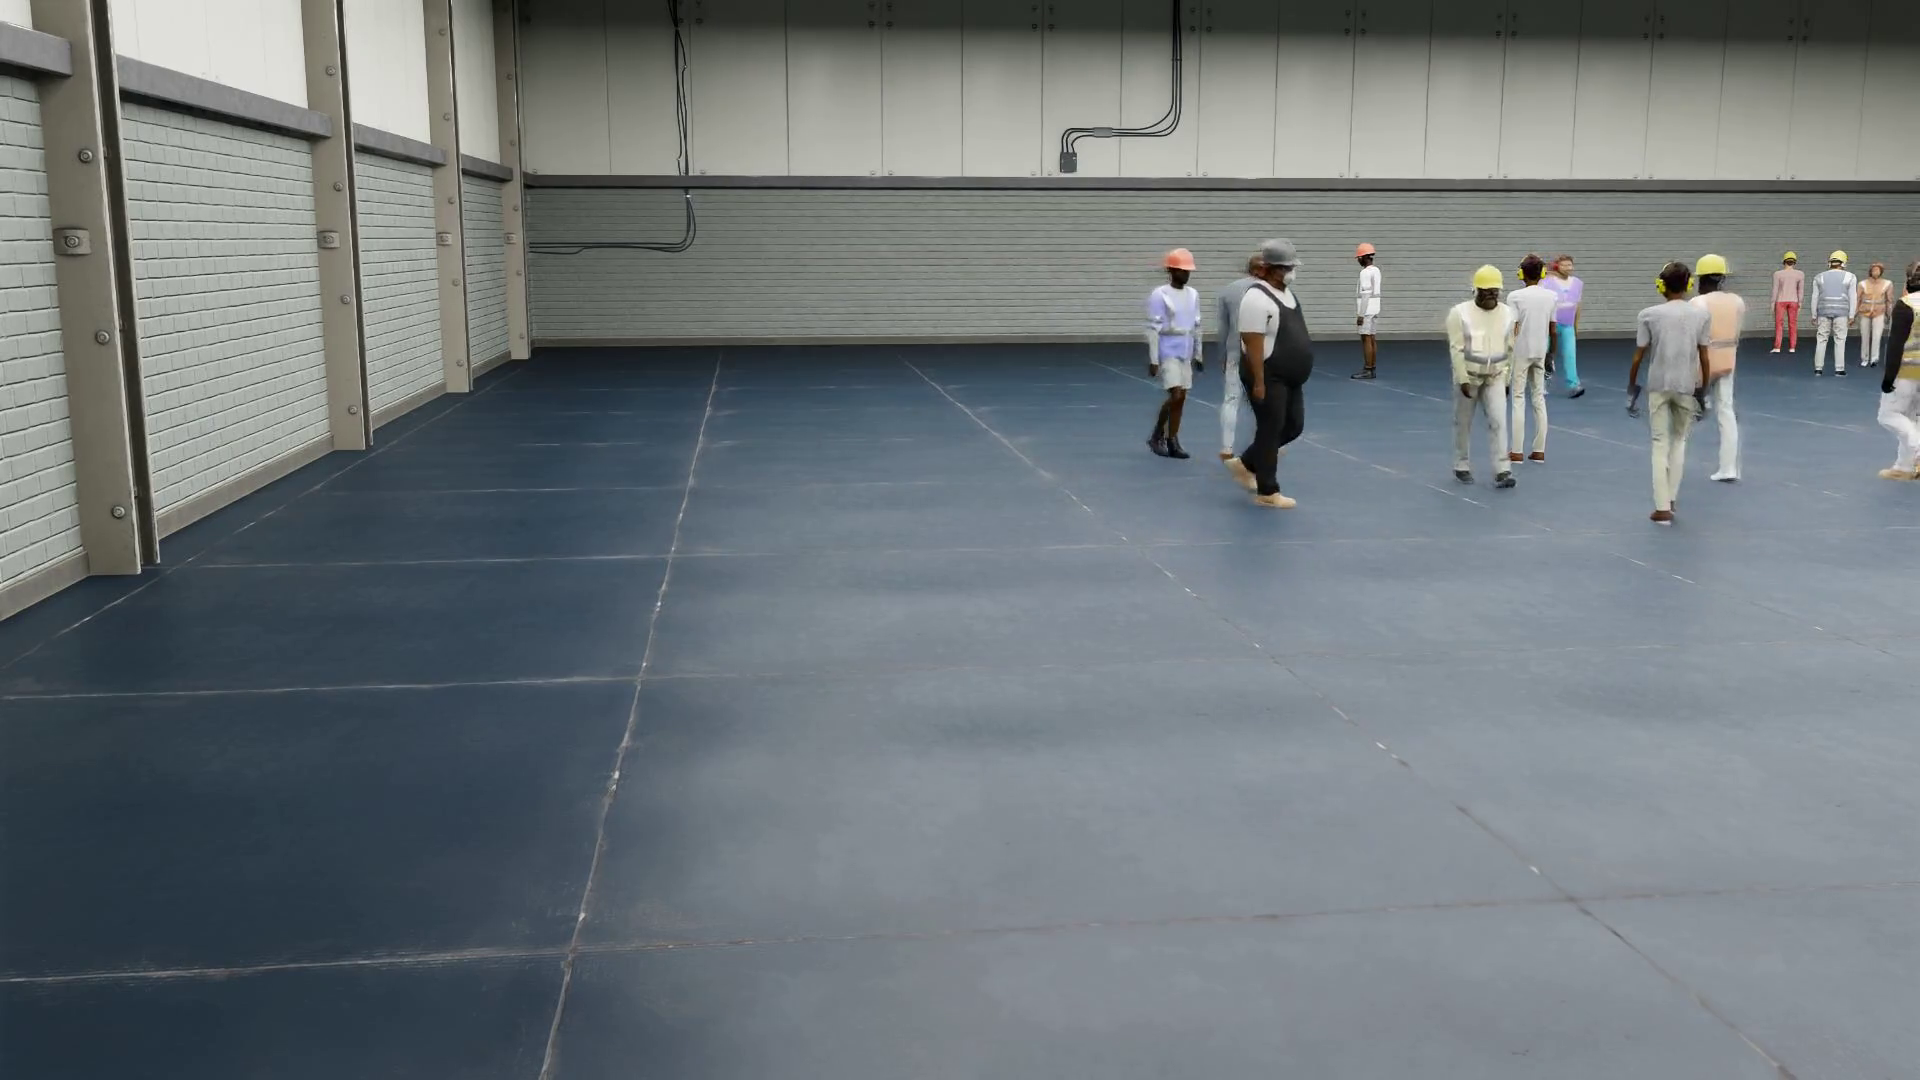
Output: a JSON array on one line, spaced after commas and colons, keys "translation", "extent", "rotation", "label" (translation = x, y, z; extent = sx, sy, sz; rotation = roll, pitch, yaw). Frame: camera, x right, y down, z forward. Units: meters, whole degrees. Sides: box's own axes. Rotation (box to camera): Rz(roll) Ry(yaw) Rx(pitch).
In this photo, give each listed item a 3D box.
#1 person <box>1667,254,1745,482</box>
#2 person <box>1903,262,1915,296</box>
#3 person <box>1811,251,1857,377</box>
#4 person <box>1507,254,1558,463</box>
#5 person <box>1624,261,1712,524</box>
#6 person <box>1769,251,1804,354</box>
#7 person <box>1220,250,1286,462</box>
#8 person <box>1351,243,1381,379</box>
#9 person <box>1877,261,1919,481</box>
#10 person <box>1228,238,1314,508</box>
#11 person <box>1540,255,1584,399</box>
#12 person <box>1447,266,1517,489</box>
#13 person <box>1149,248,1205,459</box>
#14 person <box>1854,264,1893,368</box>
[{"translation": [6.268, -1.449, 13.983], "extent": [0.587, 1.871, 1.009], "rotation": [-2, 10, -9], "label": "person"}, {"translation": [14.472, -3.375, 25.132], "extent": [0.862, 1.656, 0.534], "rotation": [-5, 11, -24], "label": "person"}, {"translation": [12.682, -3.278, 24.145], "extent": [0.589, 1.822, 0.403], "rotation": [8, 13, 38], "label": "person"}, {"translation": [5.090, -1.616, 14.912], "extent": [0.532, 1.865, 0.310], "rotation": [-2, 11, -12], "label": "person"}, {"translation": [5.049, -1.056, 11.891], "extent": [0.551, 1.843, 0.731], "rotation": [2, 11, 12], "label": "person"}, {"translation": [14.361, -4.121, 28.916], "extent": [0.532, 1.767, 0.328], "rotation": [1, 10, 7], "label": "person"}, {"translation": [2.641, -1.650, 15.052], "extent": [0.629, 1.904, 0.665], "rotation": [8, 13, 38], "label": "person"}, {"translation": [5.782, -3.254, 23.710], "extent": [0.388, 1.932, 0.547], "rotation": [7, 12, 32], "label": "person"}, {"translation": [7.853, -1.362, 13.630], "extent": [0.643, 1.827, 0.531], "rotation": [-5, 11, -23], "label": "person"}, {"translation": [2.340, -1.261, 12.483], "extent": [0.610, 2.000, 0.693], "rotation": [7, 12, 33], "label": "person"}, {"translation": [7.582, -2.687, 20.989], "extent": [0.595, 1.786, 0.985], "rotation": [-1, 10, -4], "label": "person"}, {"translation": [4.206, -1.290, 13.329], "extent": [0.591, 1.781, 0.931], "rotation": [0, 10, -1], "label": "person"}, {"translation": [1.988, -1.687, 15.167], "extent": [0.542, 1.923, 0.400], "rotation": [-8, 13, -38], "label": "person"}, {"translation": [14.132, -3.471, 25.796], "extent": [0.526, 1.600, 0.805], "rotation": [7, 12, 34], "label": "person"}]
